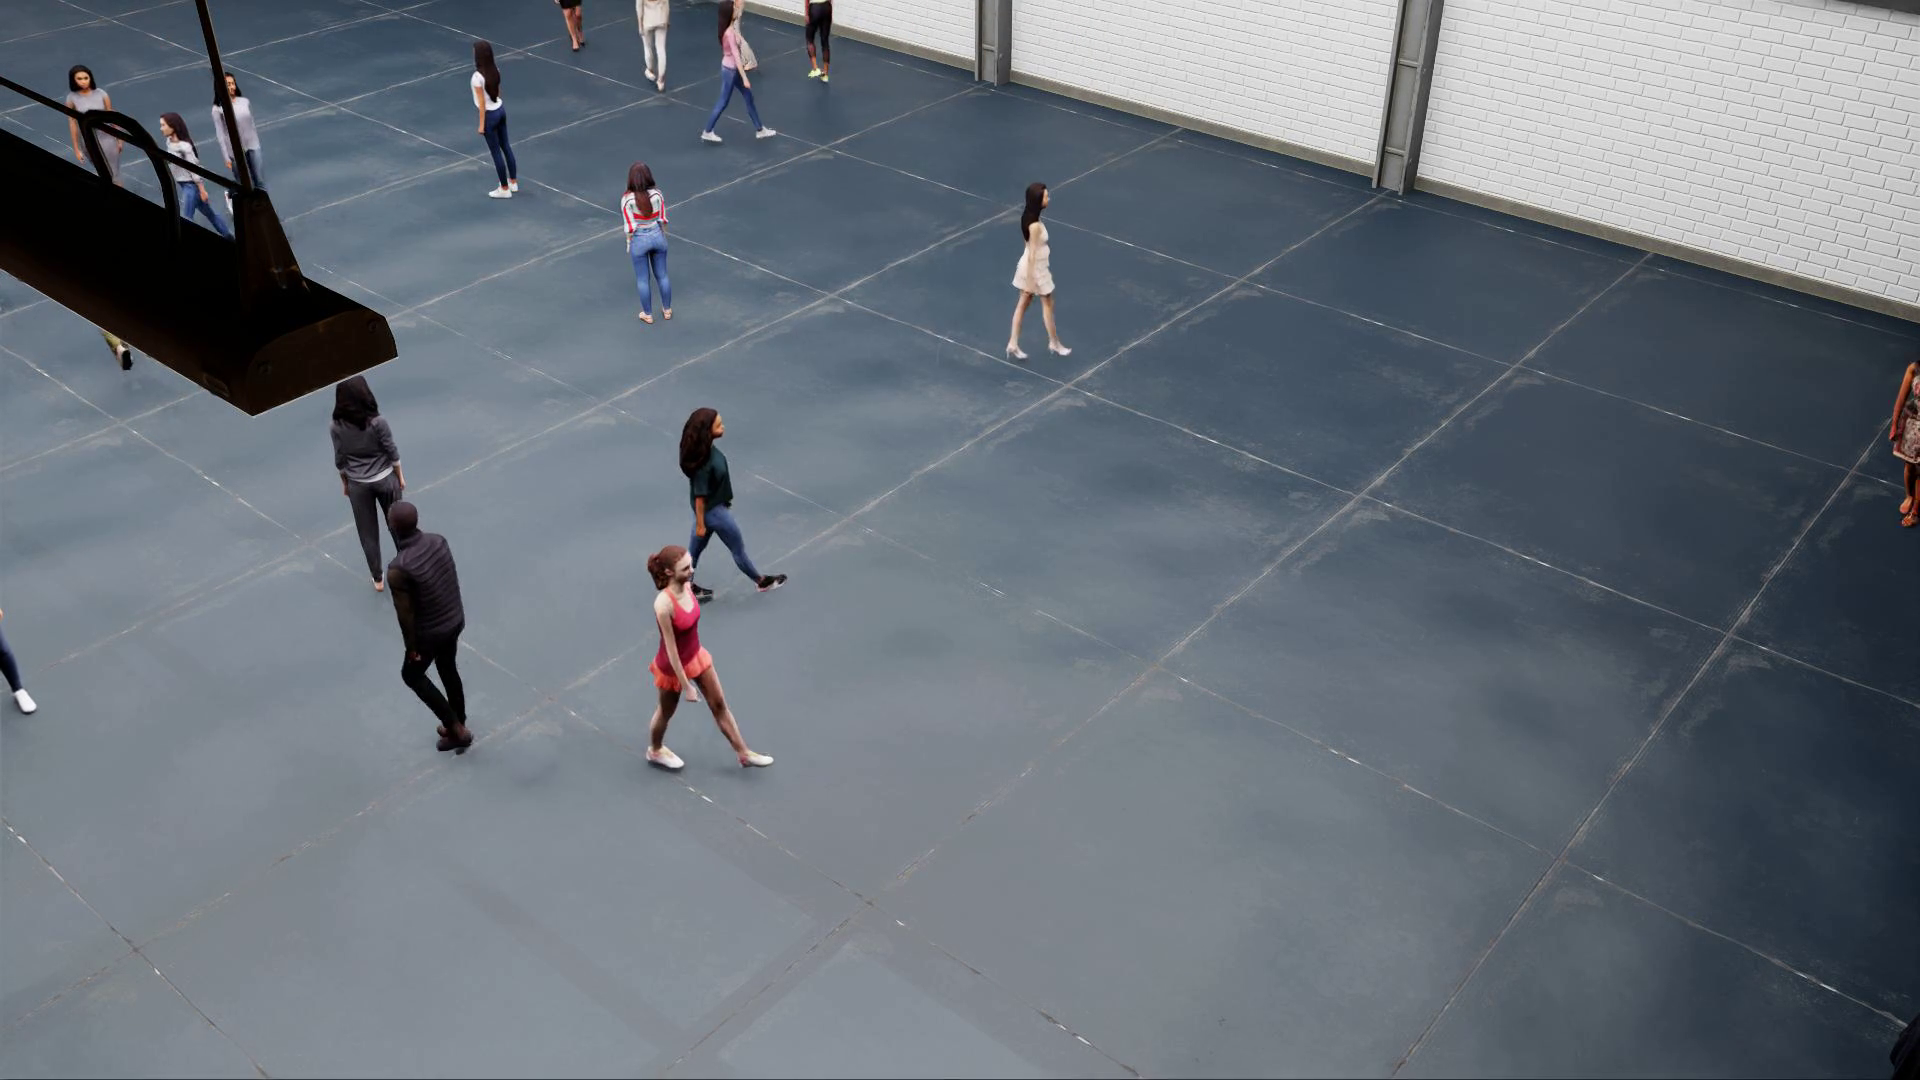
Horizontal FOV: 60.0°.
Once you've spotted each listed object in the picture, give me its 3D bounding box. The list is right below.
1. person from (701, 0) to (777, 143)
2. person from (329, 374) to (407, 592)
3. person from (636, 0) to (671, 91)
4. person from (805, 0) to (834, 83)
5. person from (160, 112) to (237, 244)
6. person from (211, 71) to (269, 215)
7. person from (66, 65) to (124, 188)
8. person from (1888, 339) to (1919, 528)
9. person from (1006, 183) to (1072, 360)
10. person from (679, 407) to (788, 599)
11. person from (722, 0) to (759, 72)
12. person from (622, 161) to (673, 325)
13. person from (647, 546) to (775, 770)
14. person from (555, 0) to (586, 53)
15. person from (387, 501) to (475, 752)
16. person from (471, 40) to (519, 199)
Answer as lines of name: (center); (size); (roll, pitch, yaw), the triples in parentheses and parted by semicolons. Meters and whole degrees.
person: (-2.835, -5.606, 20.072); (1.150, 1.697, 1.082); (-3, 34, -4)
person: (-4.314, -0.416, 12.204); (0.674, 1.763, 0.710); (-6, 34, -9)
person: (-3.988, -6.734, 21.781); (0.871, 1.683, 1.017); (-11, 35, -16)
person: (-1.820, -6.948, 22.057); (0.691, 1.735, 0.724); (-16, 37, -23)
person: (-7.888, -3.667, 17.256); (0.829, 1.586, 1.007); (-23, 40, -31)
person: (-7.795, -4.205, 17.947); (0.939, 1.716, 0.635); (22, 39, 29)
person: (-9.345, -4.278, 18.052); (0.938, 1.721, 1.229); (-14, 36, -21)
person: (7.631, -0.903, 13.084); (0.629, 1.600, 0.706); (17, 37, 23)
person: (0.583, -2.440, 15.295); (0.959, 1.711, 0.900); (-3, 34, -5)
person: (-1.903, -0.221, 12.075); (1.073, 1.582, 1.041); (-4, 34, -6)
person: (-3.010, -7.201, 22.477); (0.889, 1.690, 0.823); (-10, 35, -15)
person: (-3.012, -2.879, 16.043); (0.656, 1.614, 0.637); (-16, 37, -23)
person: (-1.829, 0.778, 10.452); (1.145, 1.714, 0.784); (13, 36, 19)
person: (-5.463, -7.632, 23.185); (0.714, 1.625, 0.772); (-13, 36, -19)
person: (-3.301, 0.590, 10.641); (0.812, 1.819, 0.803); (12, 35, 17)
person: (-5.230, -4.730, 18.684); (0.633, 1.774, 0.656); (11, 35, 16)
